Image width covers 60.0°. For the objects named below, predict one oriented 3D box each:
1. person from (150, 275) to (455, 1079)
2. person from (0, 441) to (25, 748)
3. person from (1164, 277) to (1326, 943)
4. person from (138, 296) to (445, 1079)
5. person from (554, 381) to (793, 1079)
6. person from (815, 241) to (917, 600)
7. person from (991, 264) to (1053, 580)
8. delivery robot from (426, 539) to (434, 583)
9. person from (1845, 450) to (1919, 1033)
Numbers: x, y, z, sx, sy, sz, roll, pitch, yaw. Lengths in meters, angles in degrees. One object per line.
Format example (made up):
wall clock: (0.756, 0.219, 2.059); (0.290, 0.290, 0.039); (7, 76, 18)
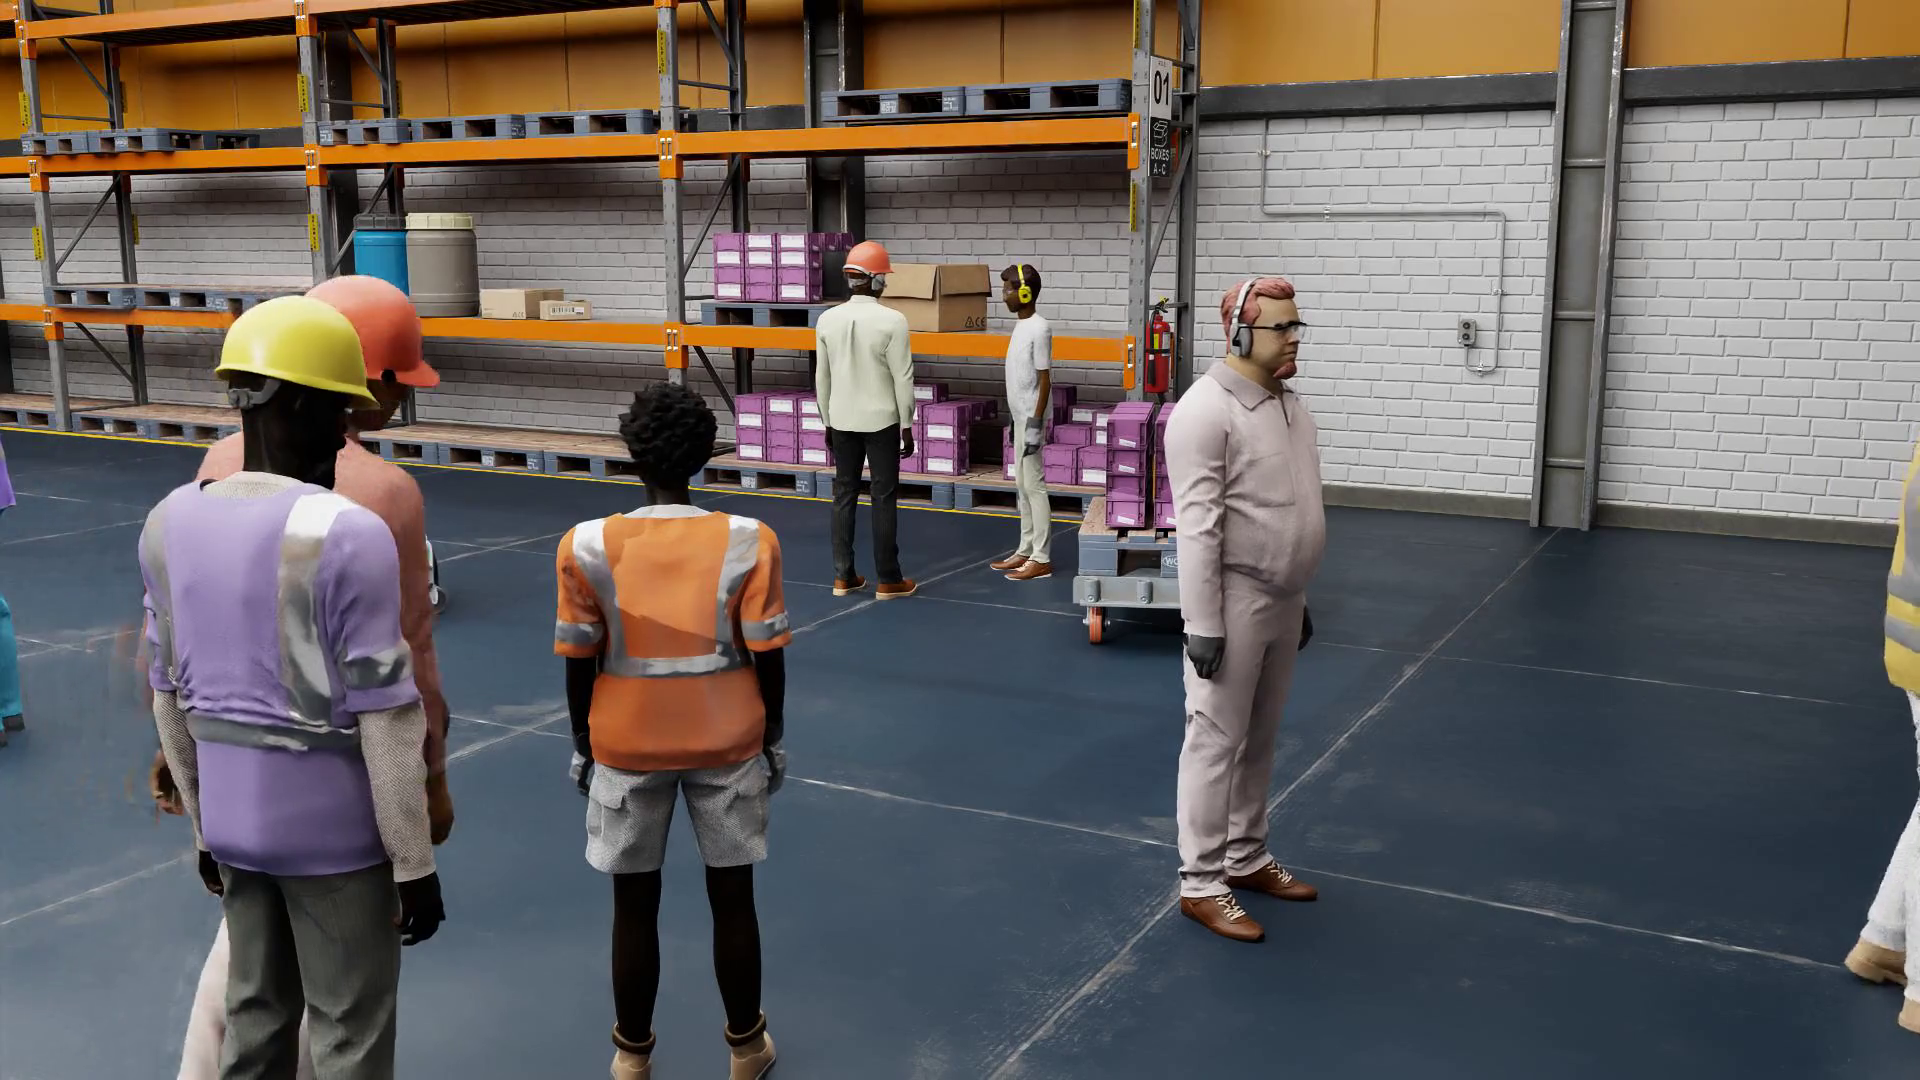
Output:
person: (-1.352, 0.426, 3.496); (0.663, 1.946, 0.510); (6, 12, 30)
person: (-3.944, -0.082, 6.557); (0.372, 1.843, 0.570); (-2, 11, -11)
person: (0.862, 0.192, 4.888); (0.407, 1.908, 0.641); (8, 13, 36)
person: (-1.191, 0.521, 3.057); (0.585, 1.917, 0.381); (5, 11, 24)
person: (-0.655, 0.481, 3.874); (0.540, 1.698, 0.316); (-1, 10, -8)
person: (-0.516, -0.660, 9.319); (0.612, 1.995, 0.382); (5, 12, 27)
person: (0.385, -0.695, 9.873); (0.326, 1.865, 0.518); (-2, 11, -12)
delivery robot: (-3.086, 0.062, 9.049); (0.477, 0.478, 0.707); (-5, 11, -25)
person: (2.558, 0.361, 4.203); (0.443, 1.836, 0.653); (6, 12, 31)
